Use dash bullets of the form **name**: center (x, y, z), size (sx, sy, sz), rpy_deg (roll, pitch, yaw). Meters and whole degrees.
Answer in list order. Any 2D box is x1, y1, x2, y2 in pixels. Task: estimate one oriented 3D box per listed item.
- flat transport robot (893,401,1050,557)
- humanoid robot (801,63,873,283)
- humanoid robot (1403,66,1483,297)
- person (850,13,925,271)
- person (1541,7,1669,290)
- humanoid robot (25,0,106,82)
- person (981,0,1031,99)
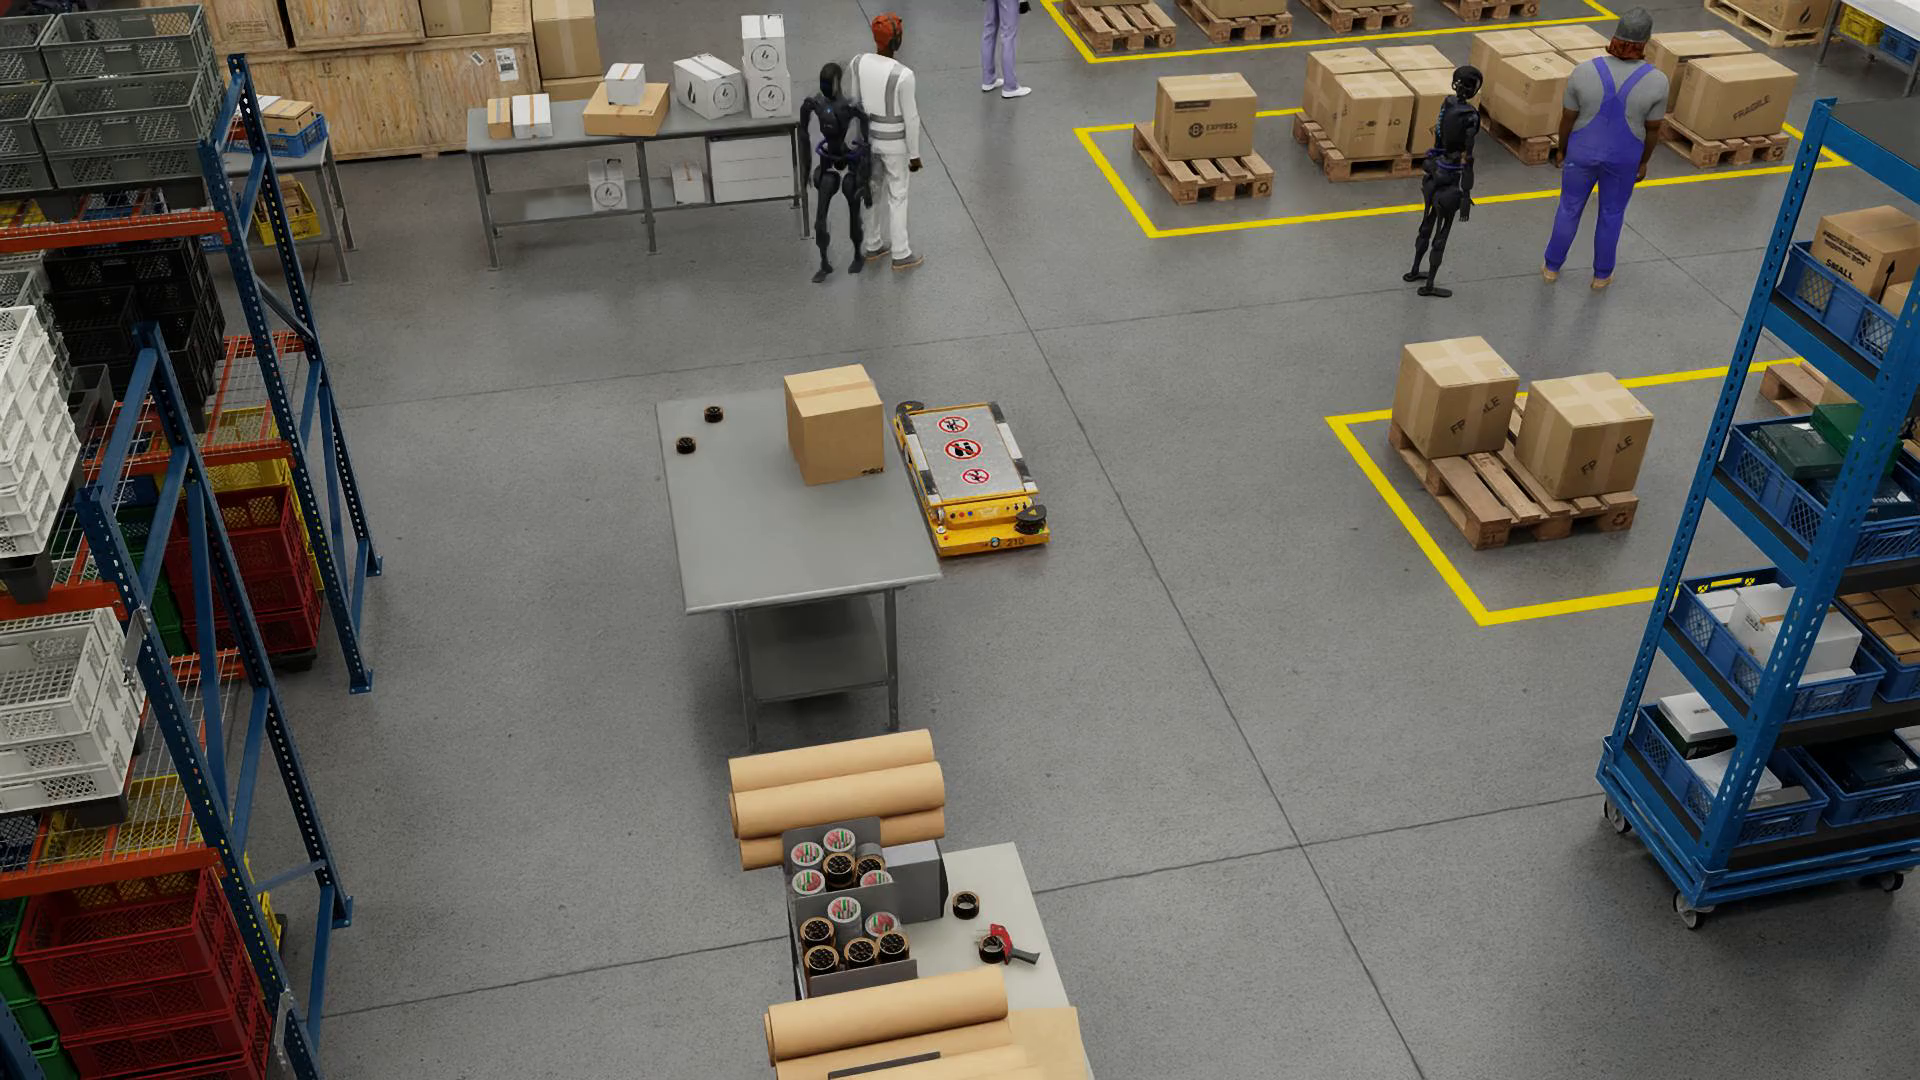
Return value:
- **flat transport robot**: center (0.046, -0.430, 10.108), size (0.652, 0.197, 1.431), rpy_deg (-8, 37, -10)
- **humanoid robot**: center (-0.874, -2.624, 11.916), size (0.591, 1.633, 0.634), rpy_deg (9, 38, 12)
- **humanoid robot**: center (3.466, -2.556, 11.800), size (0.324, 1.654, 0.601), rpy_deg (-6, 37, -8)
- **person**: center (-0.526, -2.874, 12.063), size (0.576, 1.881, 0.347), rpy_deg (26, 44, 30)
- **person**: center (4.570, -2.775, 11.800), size (0.677, 2.000, 0.537), rpy_deg (14, 39, 18)
- **humanoid robot**: center (-7.205, -3.875, 13.575), size (0.377, 1.644, 0.627), rpy_deg (17, 40, 21)
- **person**: center (0.392, -4.898, 14.750), size (0.378, 1.925, 0.588), rpy_deg (-29, 46, -33)
